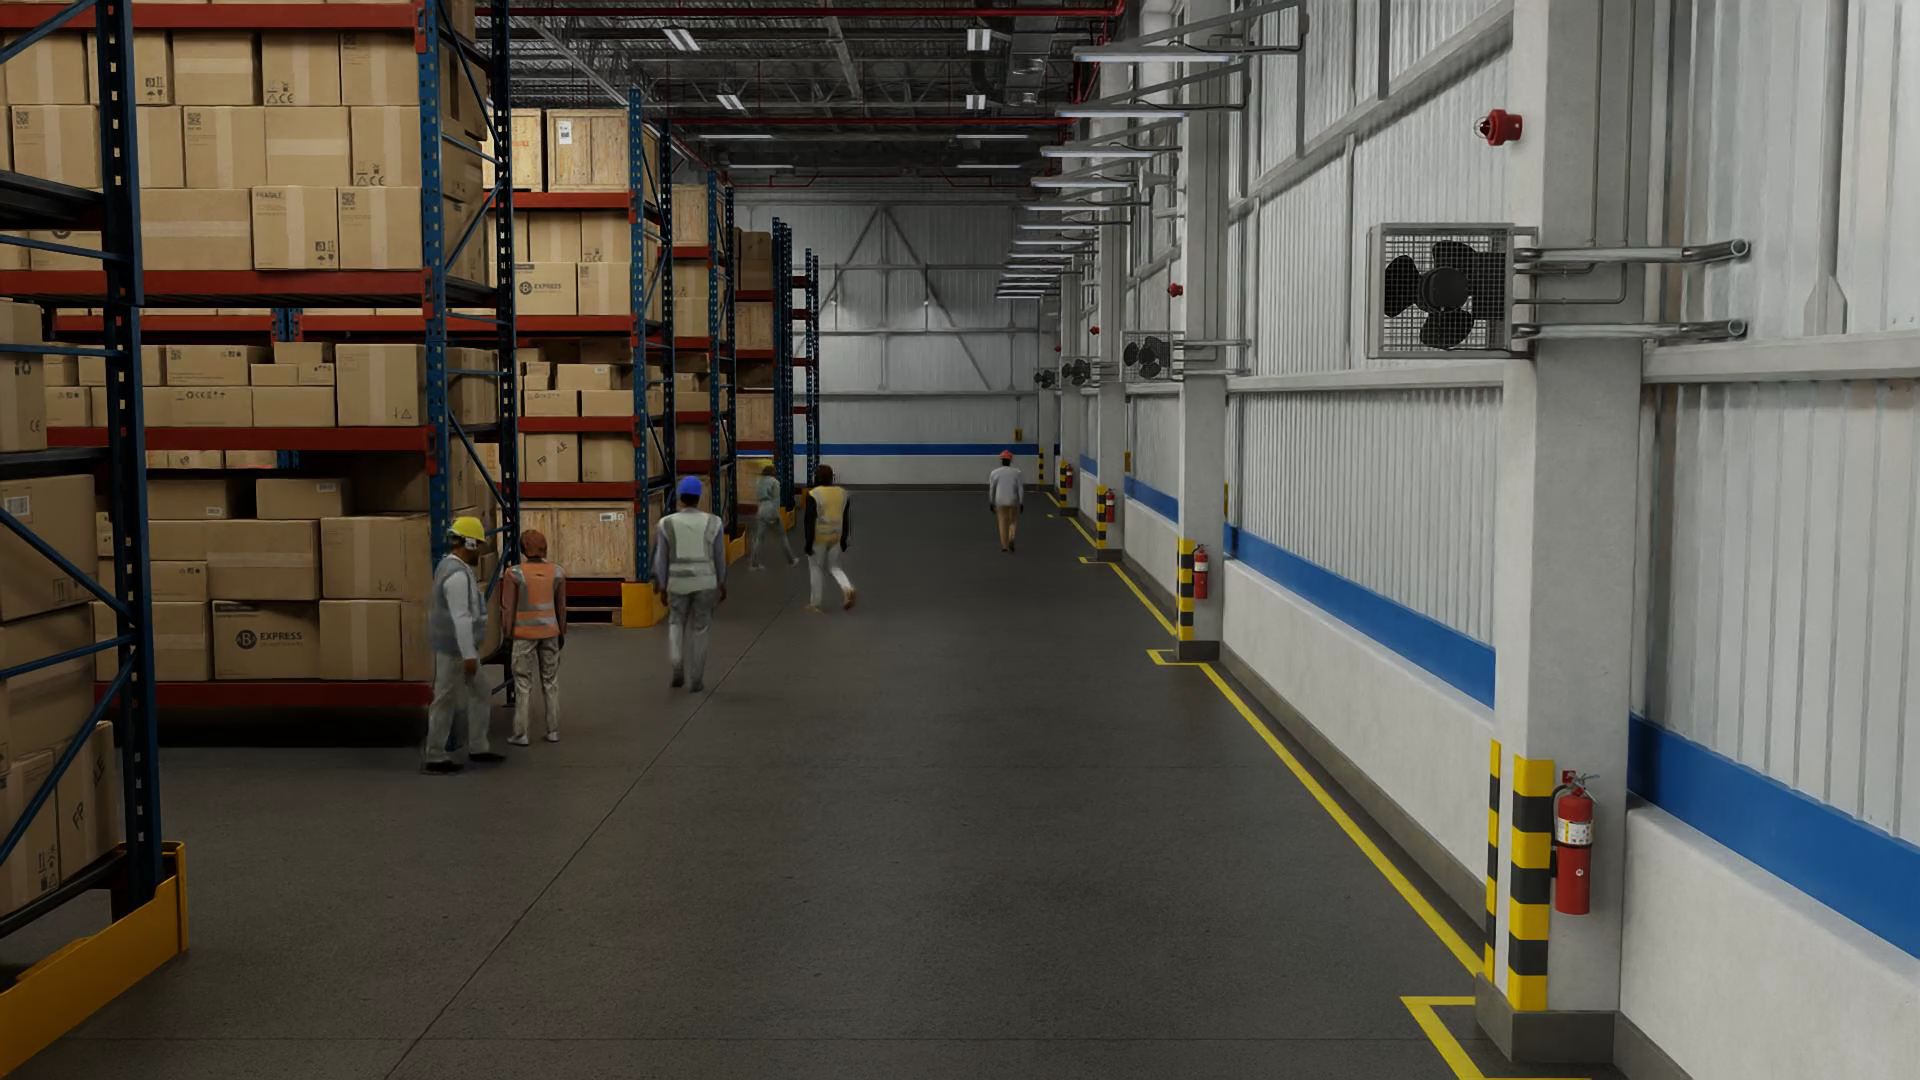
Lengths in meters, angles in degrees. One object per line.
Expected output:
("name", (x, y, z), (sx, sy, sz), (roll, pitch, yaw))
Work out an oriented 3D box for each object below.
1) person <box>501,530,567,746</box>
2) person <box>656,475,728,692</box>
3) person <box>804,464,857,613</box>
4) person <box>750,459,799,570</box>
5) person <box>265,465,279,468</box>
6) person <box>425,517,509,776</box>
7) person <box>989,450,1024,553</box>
("person", (-3.206, 0.736, 12.557), (0.523, 1.632, 0.315), (-4, 6, -40))
("person", (-2.392, 0.386, 14.888), (0.615, 1.924, 0.512), (0, 5, -4))
("person", (-1.590, -0.007, 20.097), (0.632, 1.823, 0.692), (-5, 7, -43))
("person", (-2.895, -0.388, 25.391), (0.519, 1.675, 0.852), (3, 6, 33))
("person", (-7.490, 0.130, 18.145), (0.984, 1.883, 0.565), (0, 5, -2))
("person", (-3.419, 0.740, 11.581), (0.695, 1.782, 0.661), (-1, 5, -16))
("person", (0.781, -0.658, 28.151), (0.596, 1.726, 0.681), (0, 5, 0))
